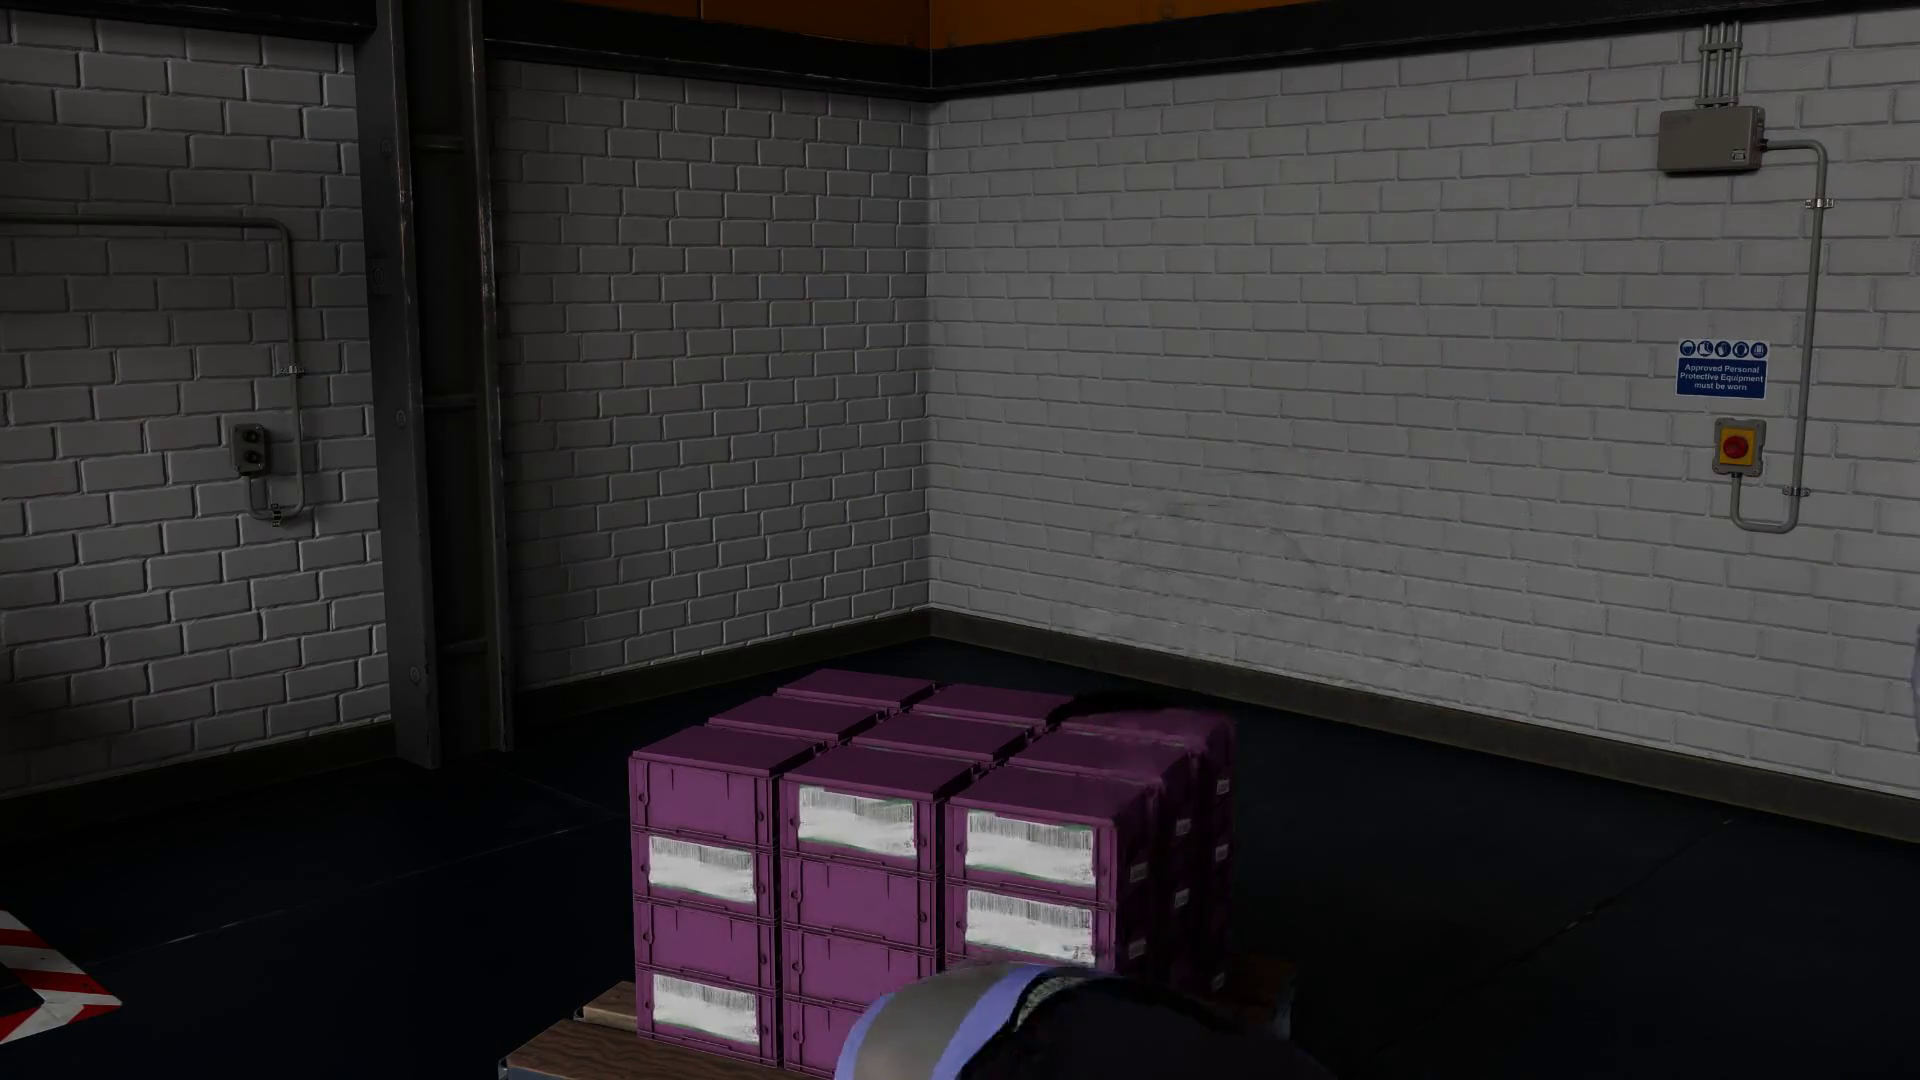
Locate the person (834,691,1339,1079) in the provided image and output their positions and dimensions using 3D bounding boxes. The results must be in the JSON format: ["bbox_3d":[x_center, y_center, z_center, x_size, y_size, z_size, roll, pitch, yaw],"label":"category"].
[{"bbox_3d":[0.097,0.913,1.002,0.546,1.919,0.514,7,11,36],"label":"person"}]

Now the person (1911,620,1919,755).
[{"bbox_3d":[2.634,0.491,3.980,0.638,1.799,0.867,8,12,40],"label":"person"}]
